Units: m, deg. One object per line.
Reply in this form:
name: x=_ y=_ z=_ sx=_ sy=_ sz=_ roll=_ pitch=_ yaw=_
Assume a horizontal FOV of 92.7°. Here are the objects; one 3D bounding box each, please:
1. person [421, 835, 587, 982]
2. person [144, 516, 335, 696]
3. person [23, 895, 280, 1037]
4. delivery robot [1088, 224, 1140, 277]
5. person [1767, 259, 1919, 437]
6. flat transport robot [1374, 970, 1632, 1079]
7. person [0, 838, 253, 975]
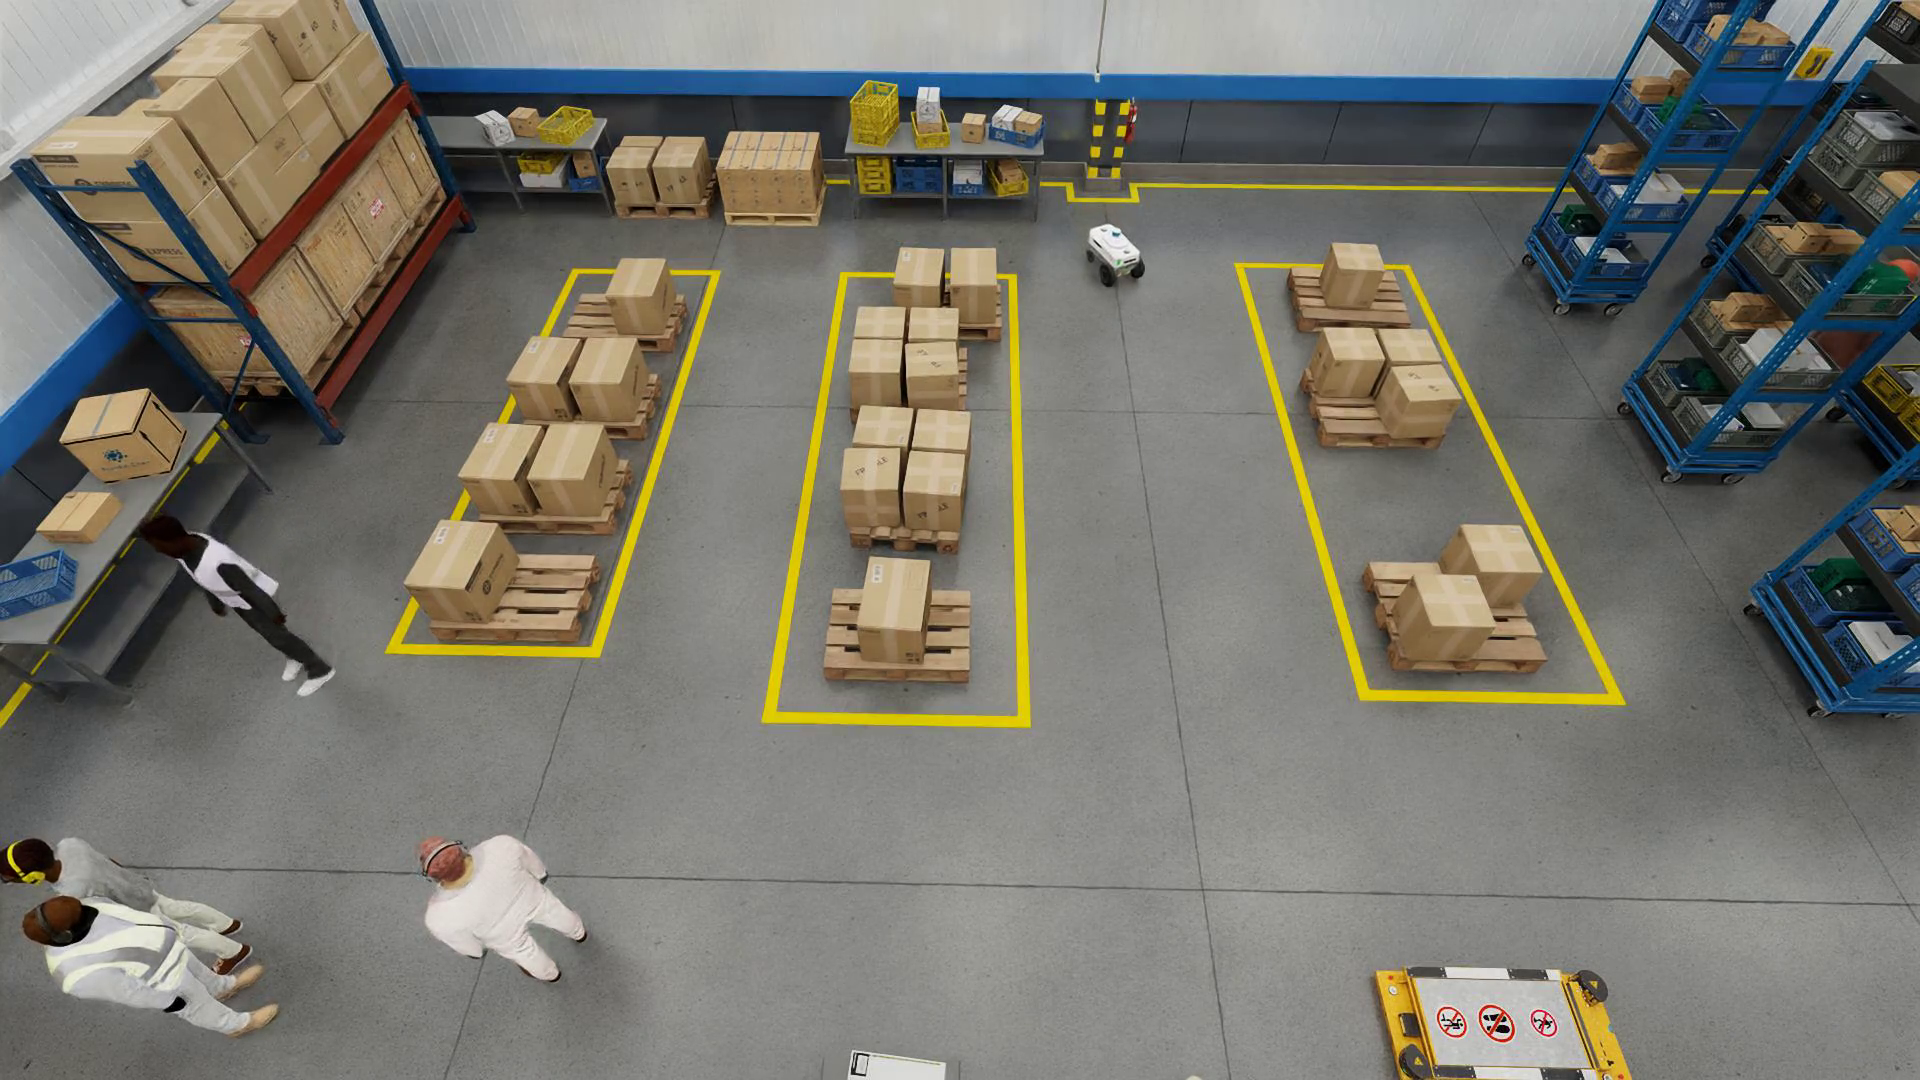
person: x=-2.795 y=2.239 z=5.594 sx=0.406 sy=1.911 sz=0.639 roll=22 pitch=54 yaw=17
person: x=-5.487 y=0.467 z=7.042 sx=0.602 sy=1.904 sz=0.461 roll=25 pitch=55 yaw=19
person: x=-4.758 y=2.506 z=5.420 sx=0.429 sy=1.839 sz=0.633 roll=-34 pitch=58 yaw=-24
delivery robot: x=1.867 y=-3.545 z=11.118 sx=0.477 sy=0.478 sz=0.707 roll=-20 pitch=54 yaw=-16
person: x=8.409 y=-1.827 z=8.854 sx=0.397 sy=1.992 sz=0.621 roll=2 pitch=51 yaw=1
flat transport robot: x=3.501 y=3.133 z=5.914 sx=1.431 sy=0.197 sz=0.652 roll=1 pitch=51 yaw=1
person: x=-5.066 y=2.256 z=5.605 sx=0.312 sy=1.869 sz=0.538 roll=-32 pitch=57 yaw=-23
